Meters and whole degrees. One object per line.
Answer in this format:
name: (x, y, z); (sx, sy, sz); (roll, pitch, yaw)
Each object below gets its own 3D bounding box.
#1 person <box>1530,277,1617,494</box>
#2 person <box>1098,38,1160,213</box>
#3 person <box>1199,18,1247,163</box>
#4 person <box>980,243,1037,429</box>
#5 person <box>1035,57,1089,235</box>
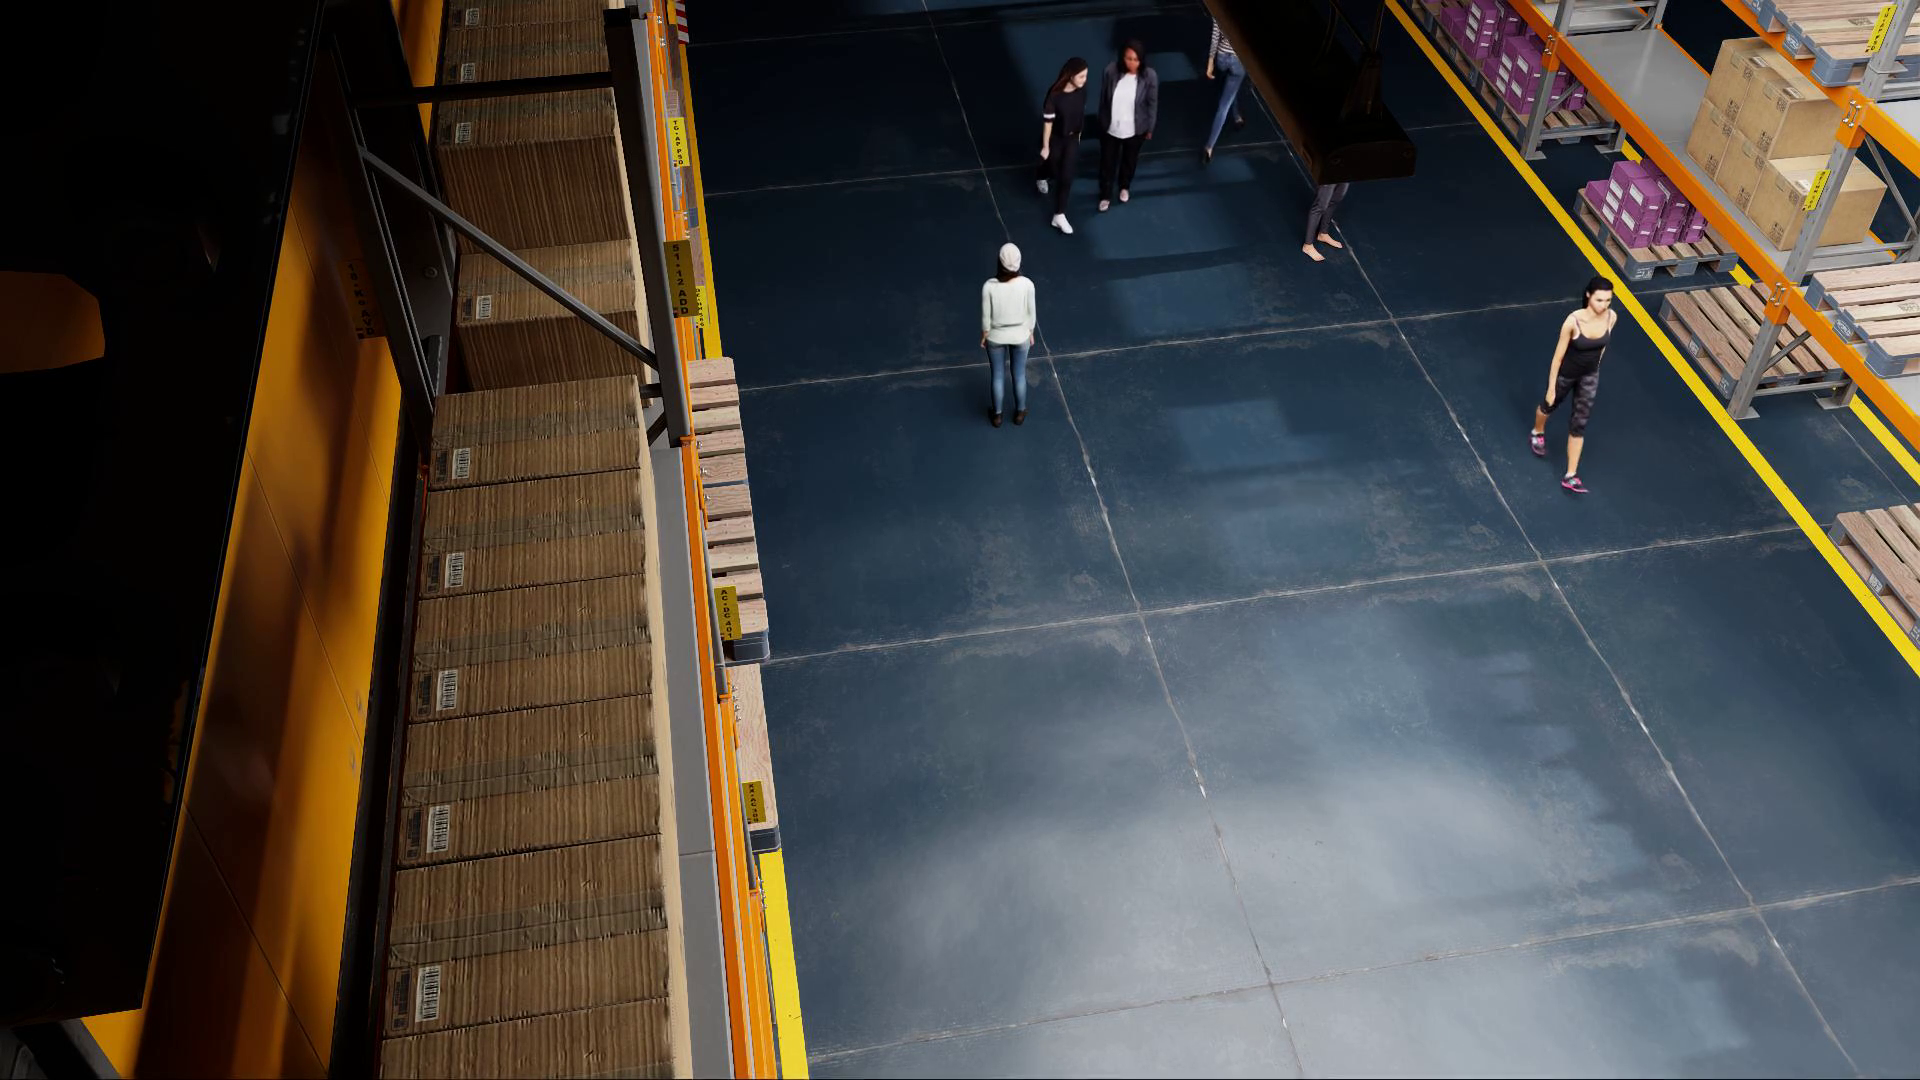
person: (4.492, -1.263, 12.313); (0.628, 1.695, 1.075); (-5, 44, -5)
person: (1.501, -3.806, 15.061); (0.817, 1.586, 0.893); (6, 44, 6)
person: (2.493, -4.326, 15.506); (1.107, 1.725, 1.243); (21, 47, 20)
person: (0.366, -1.565, 12.668); (0.586, 1.644, 0.520); (-3, 44, -3)
person: (0.863, -3.571, 14.804); (0.847, 1.601, 1.089); (-20, 47, -20)
